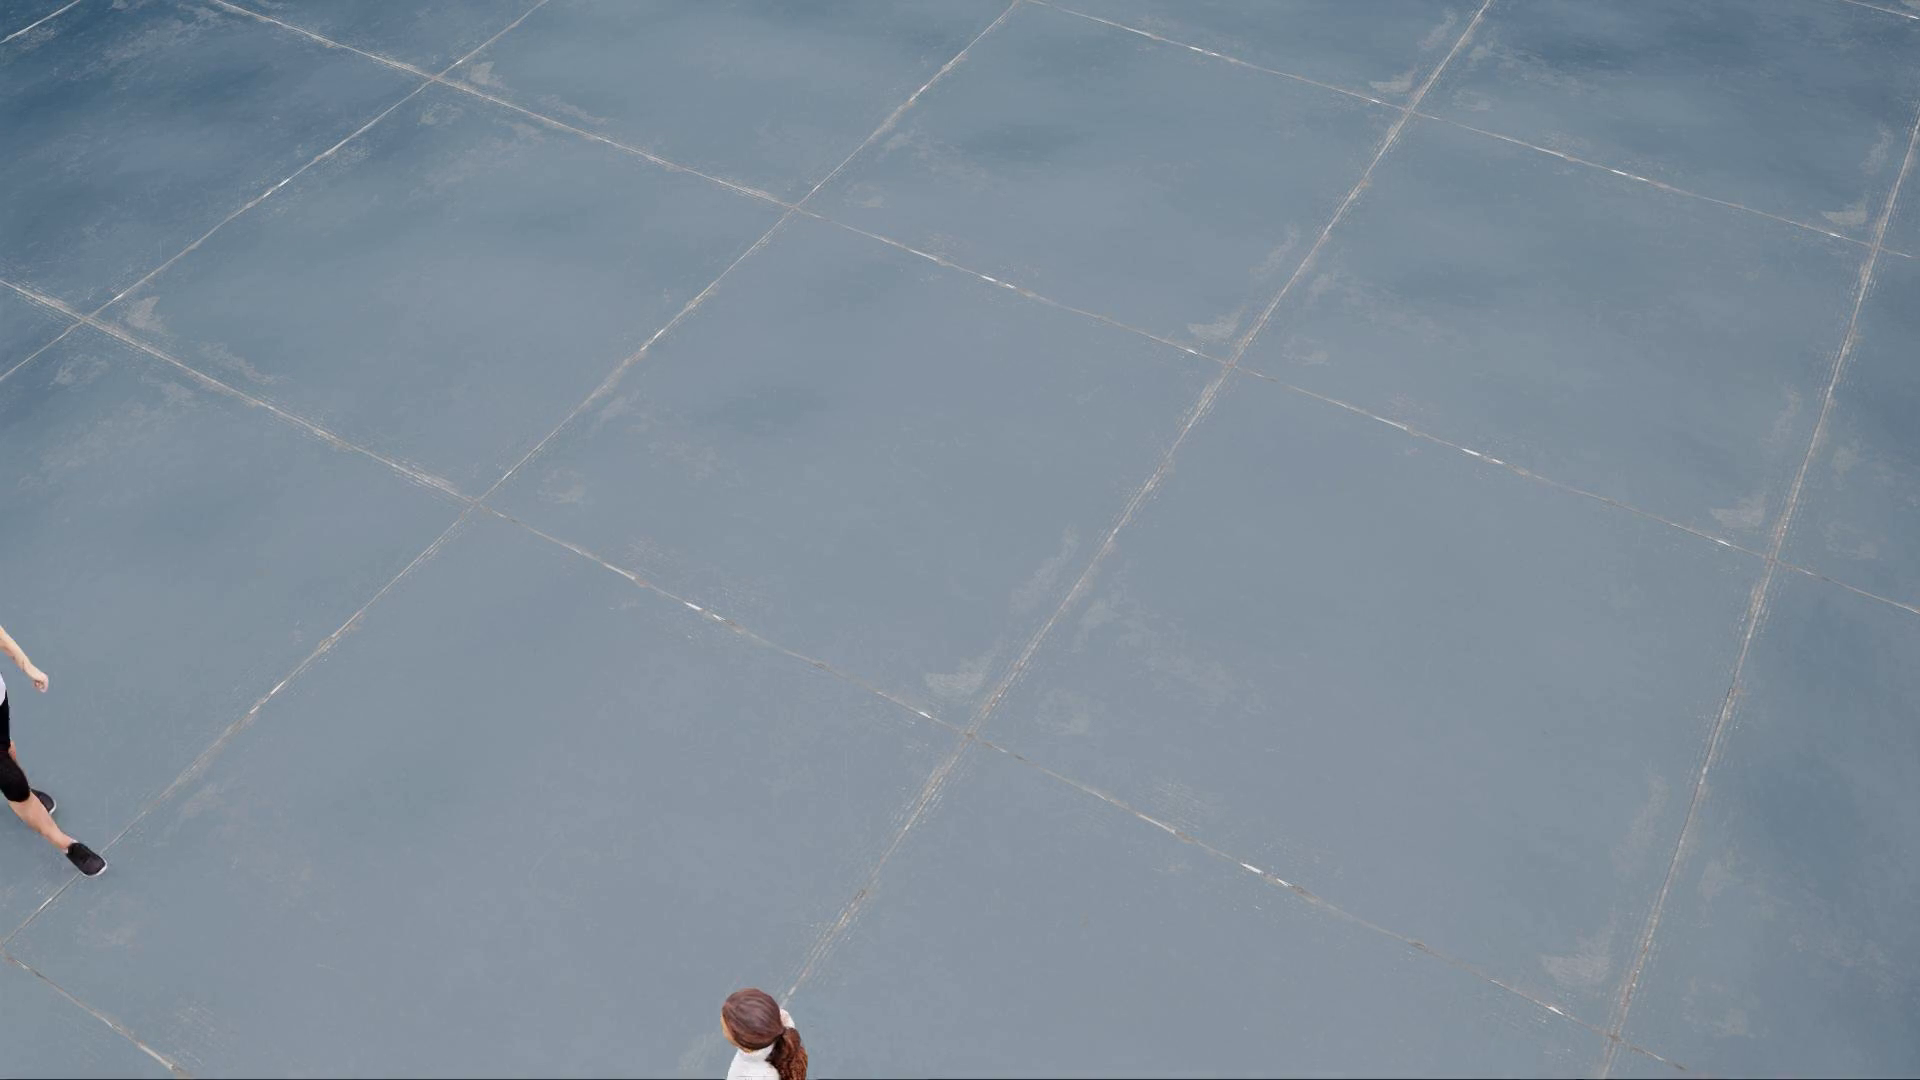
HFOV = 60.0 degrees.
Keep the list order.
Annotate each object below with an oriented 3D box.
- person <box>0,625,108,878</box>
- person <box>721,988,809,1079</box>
[{"bbox_3d":[-4.111,0.627,6.794,0.991,1.753,0.646,20,50,17],"label":"person"},{"bbox_3d":[-0.554,1.986,5.689,1.080,1.531,0.701,11,48,10],"label":"person"}]
